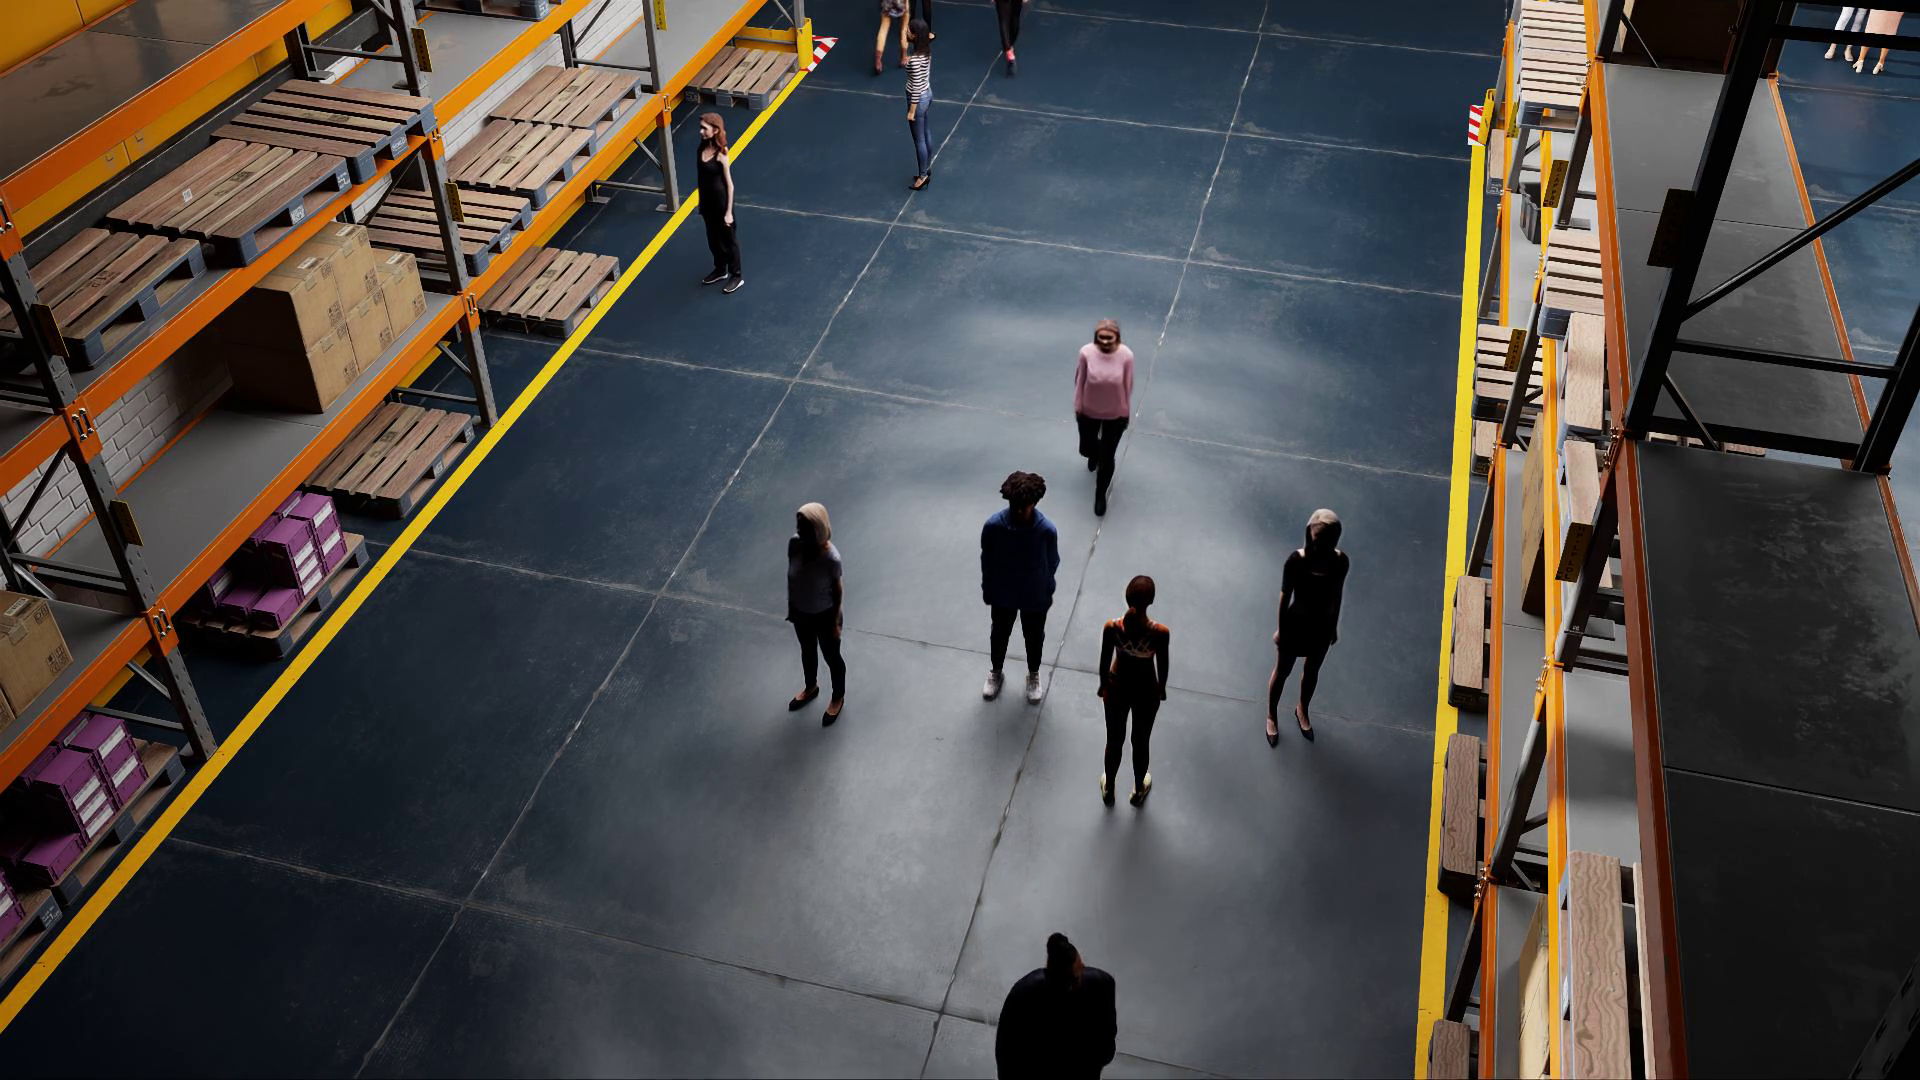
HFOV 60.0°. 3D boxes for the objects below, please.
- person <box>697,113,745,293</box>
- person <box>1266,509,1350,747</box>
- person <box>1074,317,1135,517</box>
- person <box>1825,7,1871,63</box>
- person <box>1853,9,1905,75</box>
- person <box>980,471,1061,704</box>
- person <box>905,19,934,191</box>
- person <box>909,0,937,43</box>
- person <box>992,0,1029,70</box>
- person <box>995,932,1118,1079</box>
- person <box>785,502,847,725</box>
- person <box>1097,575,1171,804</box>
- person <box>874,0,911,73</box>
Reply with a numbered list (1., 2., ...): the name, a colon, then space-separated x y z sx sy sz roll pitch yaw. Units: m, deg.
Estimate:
1. person: -2.227 -3.136 15.388 0.647 1.747 0.644 27 46 30
2. person: 2.226 0.560 10.694 0.646 1.830 0.631 -5 39 -7
3. person: 1.106 -1.031 12.813 0.665 1.671 0.928 5 39 6
4. person: 10.697 -6.524 19.673 0.555 1.693 0.535 12 40 14
5. person: 10.840 -6.338 19.329 0.622 1.831 0.575 16 41 19
6. person: 0.394 0.304 11.030 0.706 1.810 0.606 4 39 5
7. person: -0.413 -4.452 16.996 0.639 1.797 0.408 9 39 11
8. person: -0.503 -6.874 20.088 0.572 1.721 0.487 9 40 11
9. person: 0.605 -6.364 19.494 0.896 1.667 1.166 -6 39 -7
10. person: 0.463 2.511 8.254 1.032 1.826 1.262 -4 39 -5
11. person: -0.940 0.455 10.911 0.633 1.723 0.607 22 44 25
12. person: 1.057 0.940 10.249 0.602 1.791 0.578 6 39 7
13. person: -0.816 -6.312 19.392 0.746 1.712 0.939 18 42 21
